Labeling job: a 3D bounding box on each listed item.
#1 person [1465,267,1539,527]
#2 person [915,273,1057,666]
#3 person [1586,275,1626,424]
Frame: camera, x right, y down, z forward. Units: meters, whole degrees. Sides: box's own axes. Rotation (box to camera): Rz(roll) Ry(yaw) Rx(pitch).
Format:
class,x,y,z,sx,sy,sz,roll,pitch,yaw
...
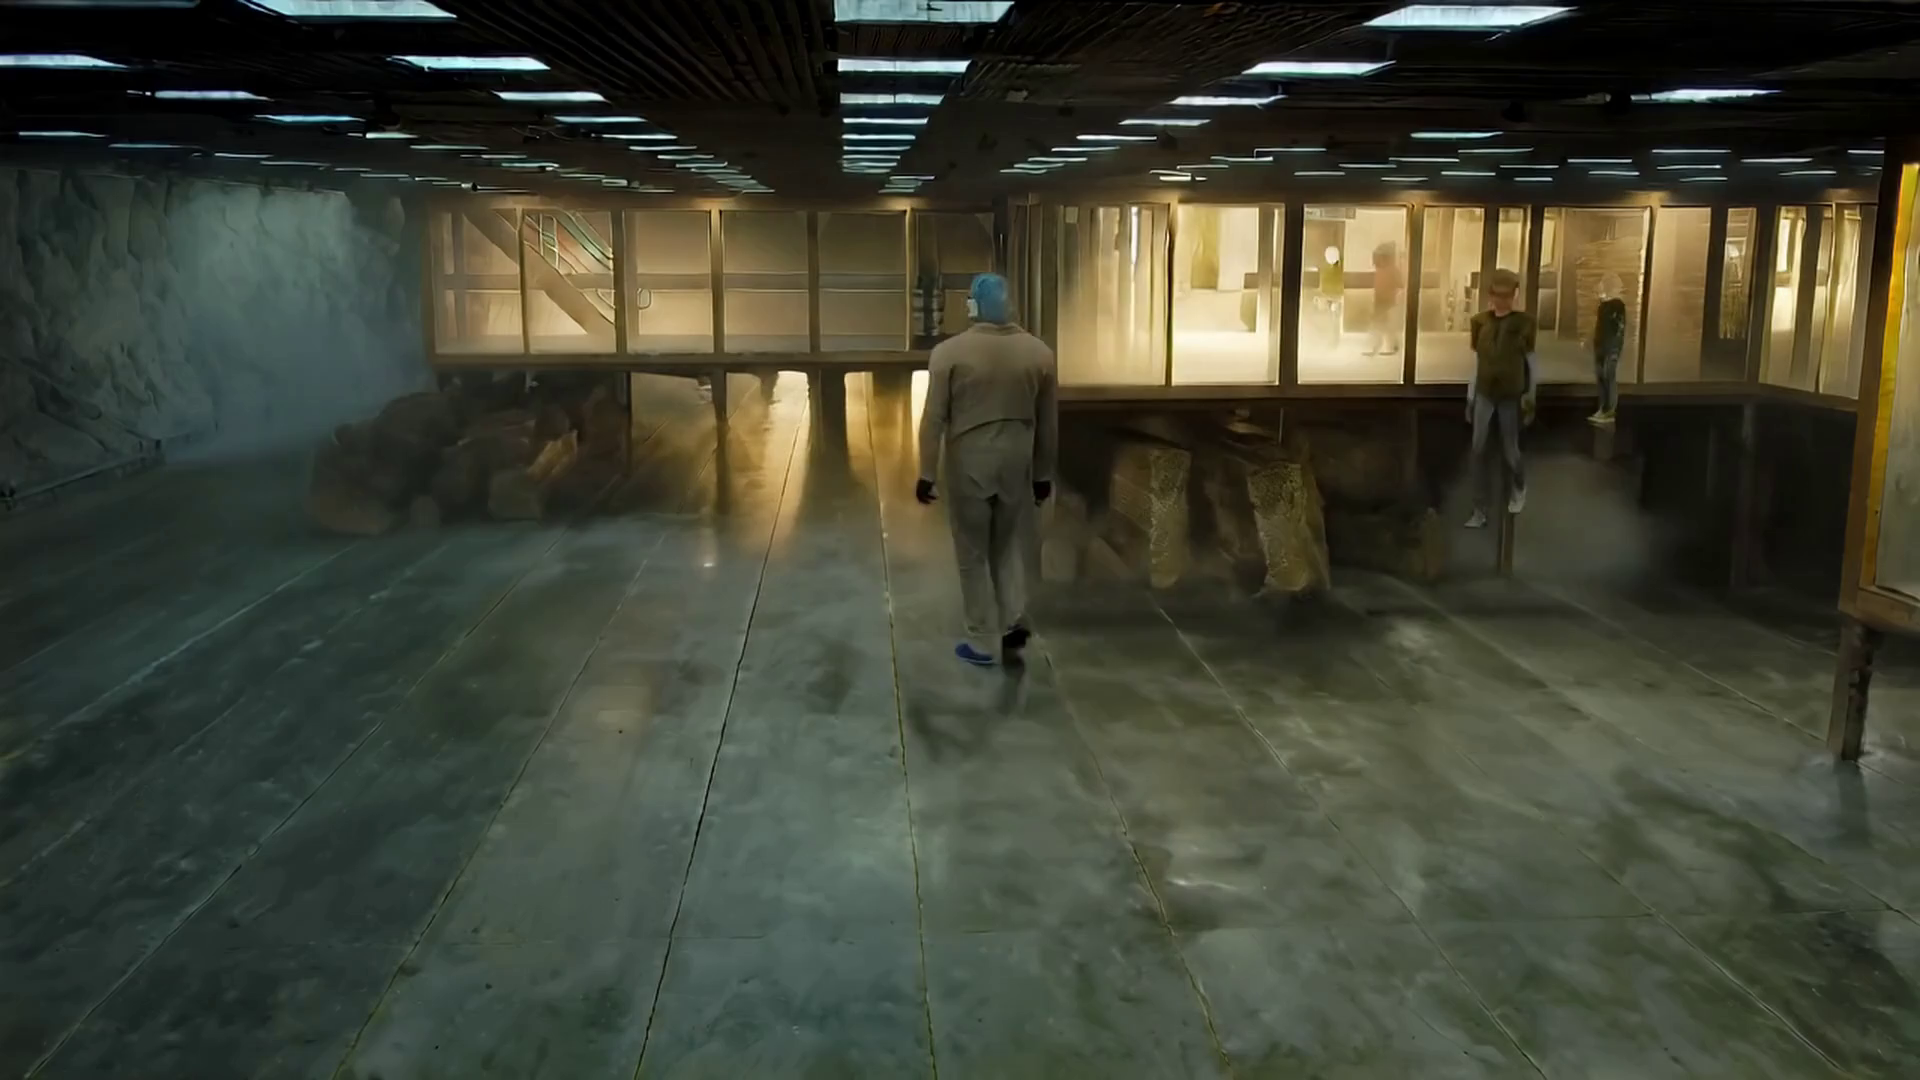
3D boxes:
class,x,y,z,sx,sy,sz,roll,pitch,yaw
person,3.912,-1.037,11.971,0.521,1.847,0.841,8,13,35
person,0.123,-0.337,8.063,0.654,1.891,0.460,-5,12,-25
person,7.080,-2.081,18.188,0.348,1.622,0.578,-2,11,-10
